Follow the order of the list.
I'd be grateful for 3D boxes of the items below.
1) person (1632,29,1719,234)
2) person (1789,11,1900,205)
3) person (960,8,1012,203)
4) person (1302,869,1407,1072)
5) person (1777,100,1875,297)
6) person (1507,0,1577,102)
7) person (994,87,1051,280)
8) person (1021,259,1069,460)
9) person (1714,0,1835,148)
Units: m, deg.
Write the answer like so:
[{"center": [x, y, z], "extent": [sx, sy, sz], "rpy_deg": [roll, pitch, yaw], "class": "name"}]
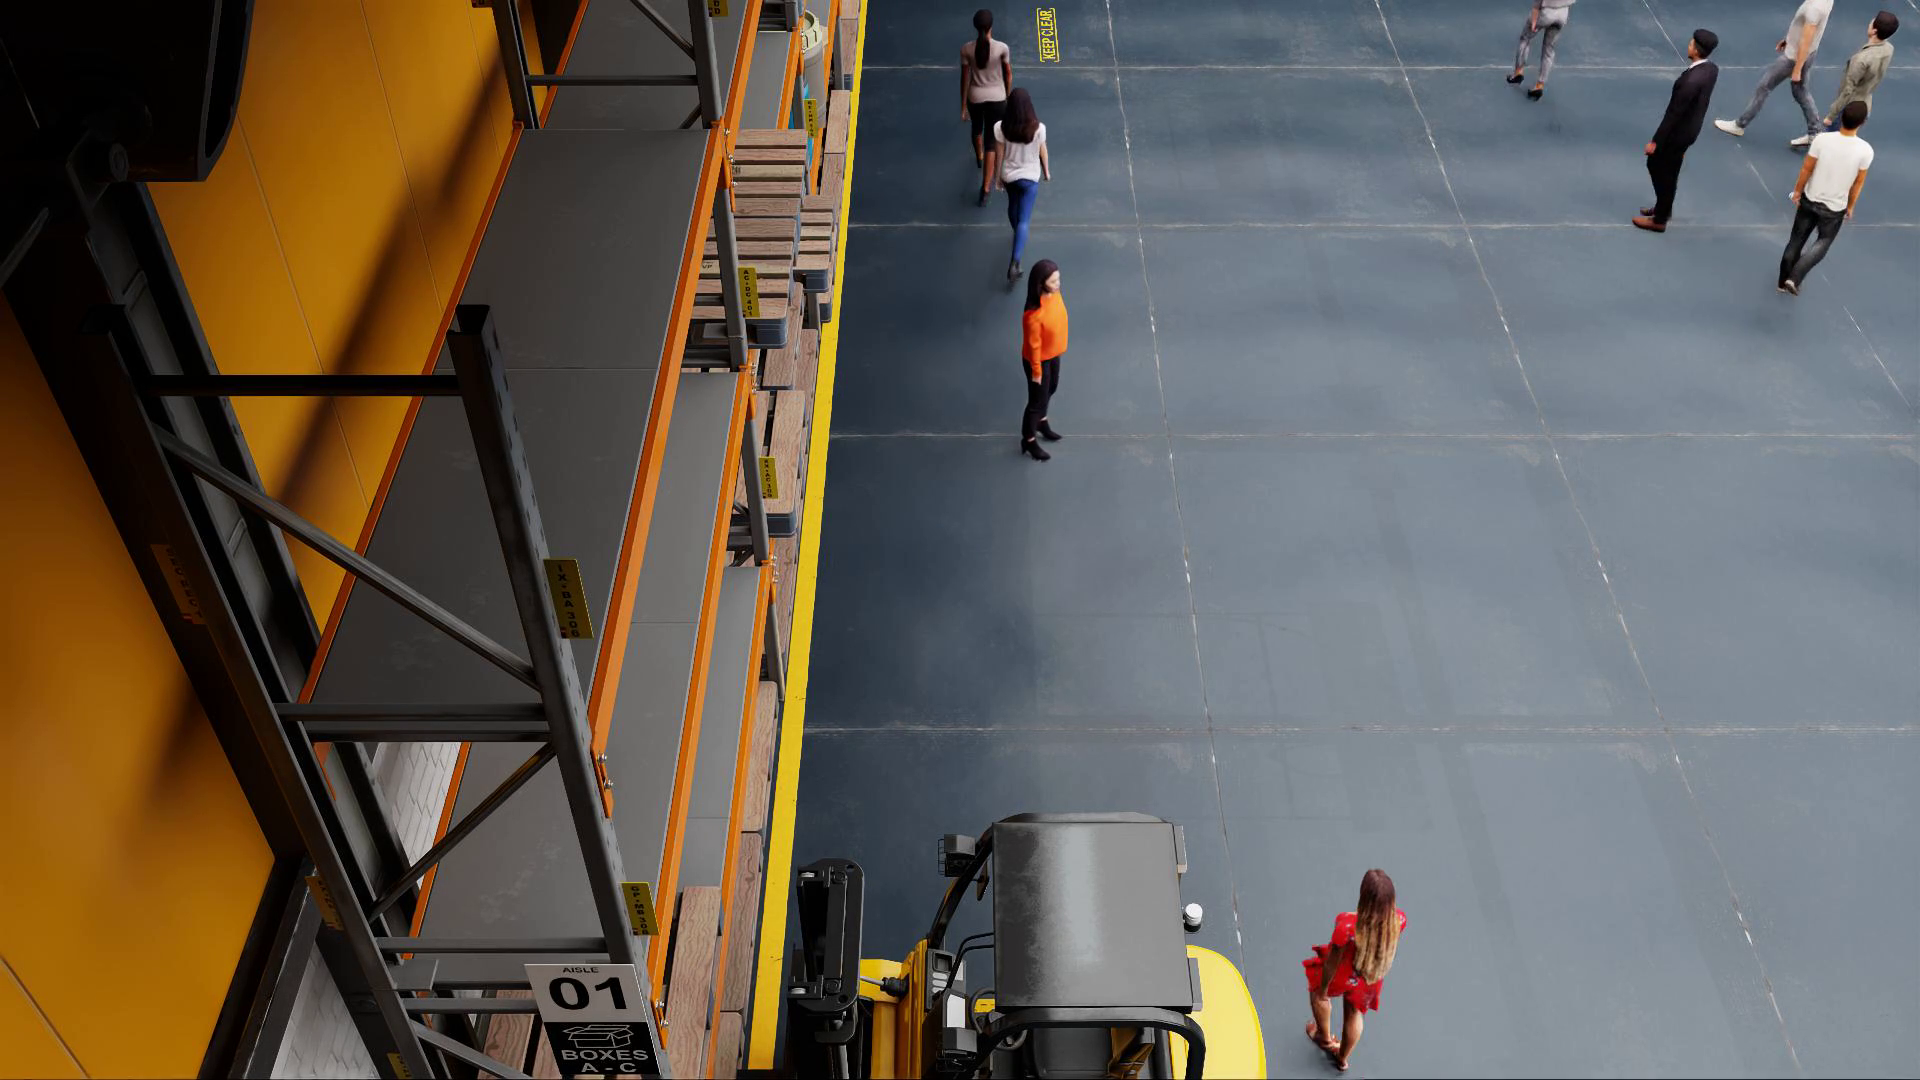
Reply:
[{"center": [6.417, -3.546, 14.612], "extent": [0.893, 1.864, 0.779], "rpy_deg": [22, 48, 21], "class": "person"}, {"center": [7.987, -3.836, 14.917], "extent": [0.788, 1.864, 0.799], "rpy_deg": [-26, 49, -25], "class": "person"}, {"center": [0.227, -3.919, 15.121], "extent": [0.701, 1.703, 1.162], "rpy_deg": [5, 44, 5], "class": "person"}, {"center": [2.077, 2.326, 8.654], "extent": [0.653, 1.580, 0.688], "rpy_deg": [-9, 44, -10], "class": "person"}, {"center": [7.176, -2.795, 13.872], "extent": [0.878, 1.798, 0.945], "rpy_deg": [29, 51, 27], "class": "person"}, {"center": [5.848, -5.109, 16.402], "extent": [0.678, 1.659, 0.774], "rpy_deg": [-6, 44, -6], "class": "person"}, {"center": [0.505, -3.000, 14.198], "extent": [0.862, 1.645, 1.206], "rpy_deg": [13, 45, 13], "class": "person"}, {"center": [0.600, -1.360, 12.405], "extent": [0.757, 1.744, 0.625], "rpy_deg": [16, 46, 16], "class": "person"}, {"center": [7.974, -4.517, 15.637], "extent": [1.212, 1.856, 1.250], "rpy_deg": [27, 50, 25], "class": "person"}]
